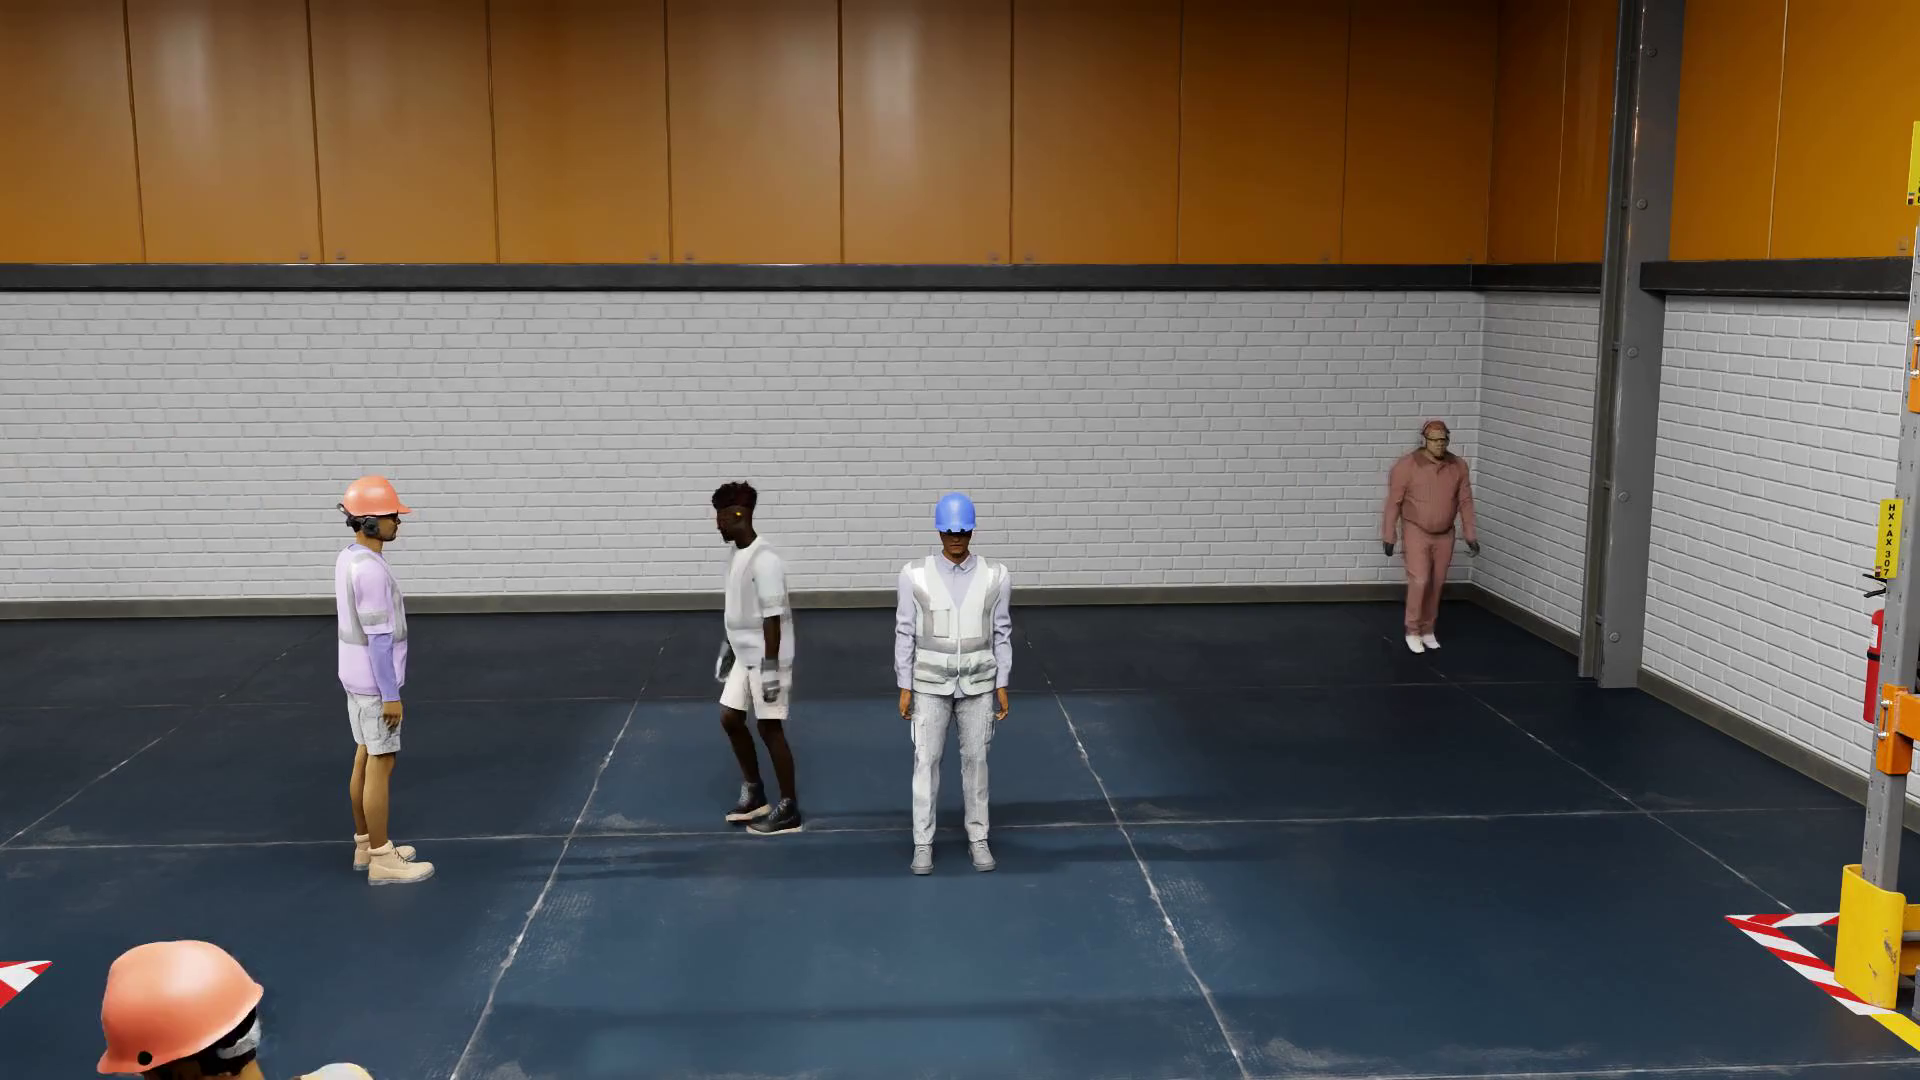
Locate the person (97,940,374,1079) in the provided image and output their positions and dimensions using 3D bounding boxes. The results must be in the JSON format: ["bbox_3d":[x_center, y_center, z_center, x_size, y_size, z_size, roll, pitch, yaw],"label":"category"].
[{"bbox_3d":[-1.193,1.624,3.063,1.007,1.878,0.599,7,11,35],"label":"person"}]

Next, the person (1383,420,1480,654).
[{"bbox_3d":[3.794,-0.021,13.357,0.682,1.883,0.634,-2,9,-11],"label":"person"}]

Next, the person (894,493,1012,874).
[{"bbox_3d":[-0.031,0.724,8.459,0.605,1.948,0.384,-1,9,-8],"label":"person"}]

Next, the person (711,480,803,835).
[{"bbox_3d":[-1.121,0.635,9.115,0.428,1.929,0.618,-4,10,-26],"label":"person"}]

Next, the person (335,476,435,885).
[{"bbox_3d":[-2.908,0.695,8.340,0.378,2.045,0.605,-5,11,-31],"label":"person"}]
